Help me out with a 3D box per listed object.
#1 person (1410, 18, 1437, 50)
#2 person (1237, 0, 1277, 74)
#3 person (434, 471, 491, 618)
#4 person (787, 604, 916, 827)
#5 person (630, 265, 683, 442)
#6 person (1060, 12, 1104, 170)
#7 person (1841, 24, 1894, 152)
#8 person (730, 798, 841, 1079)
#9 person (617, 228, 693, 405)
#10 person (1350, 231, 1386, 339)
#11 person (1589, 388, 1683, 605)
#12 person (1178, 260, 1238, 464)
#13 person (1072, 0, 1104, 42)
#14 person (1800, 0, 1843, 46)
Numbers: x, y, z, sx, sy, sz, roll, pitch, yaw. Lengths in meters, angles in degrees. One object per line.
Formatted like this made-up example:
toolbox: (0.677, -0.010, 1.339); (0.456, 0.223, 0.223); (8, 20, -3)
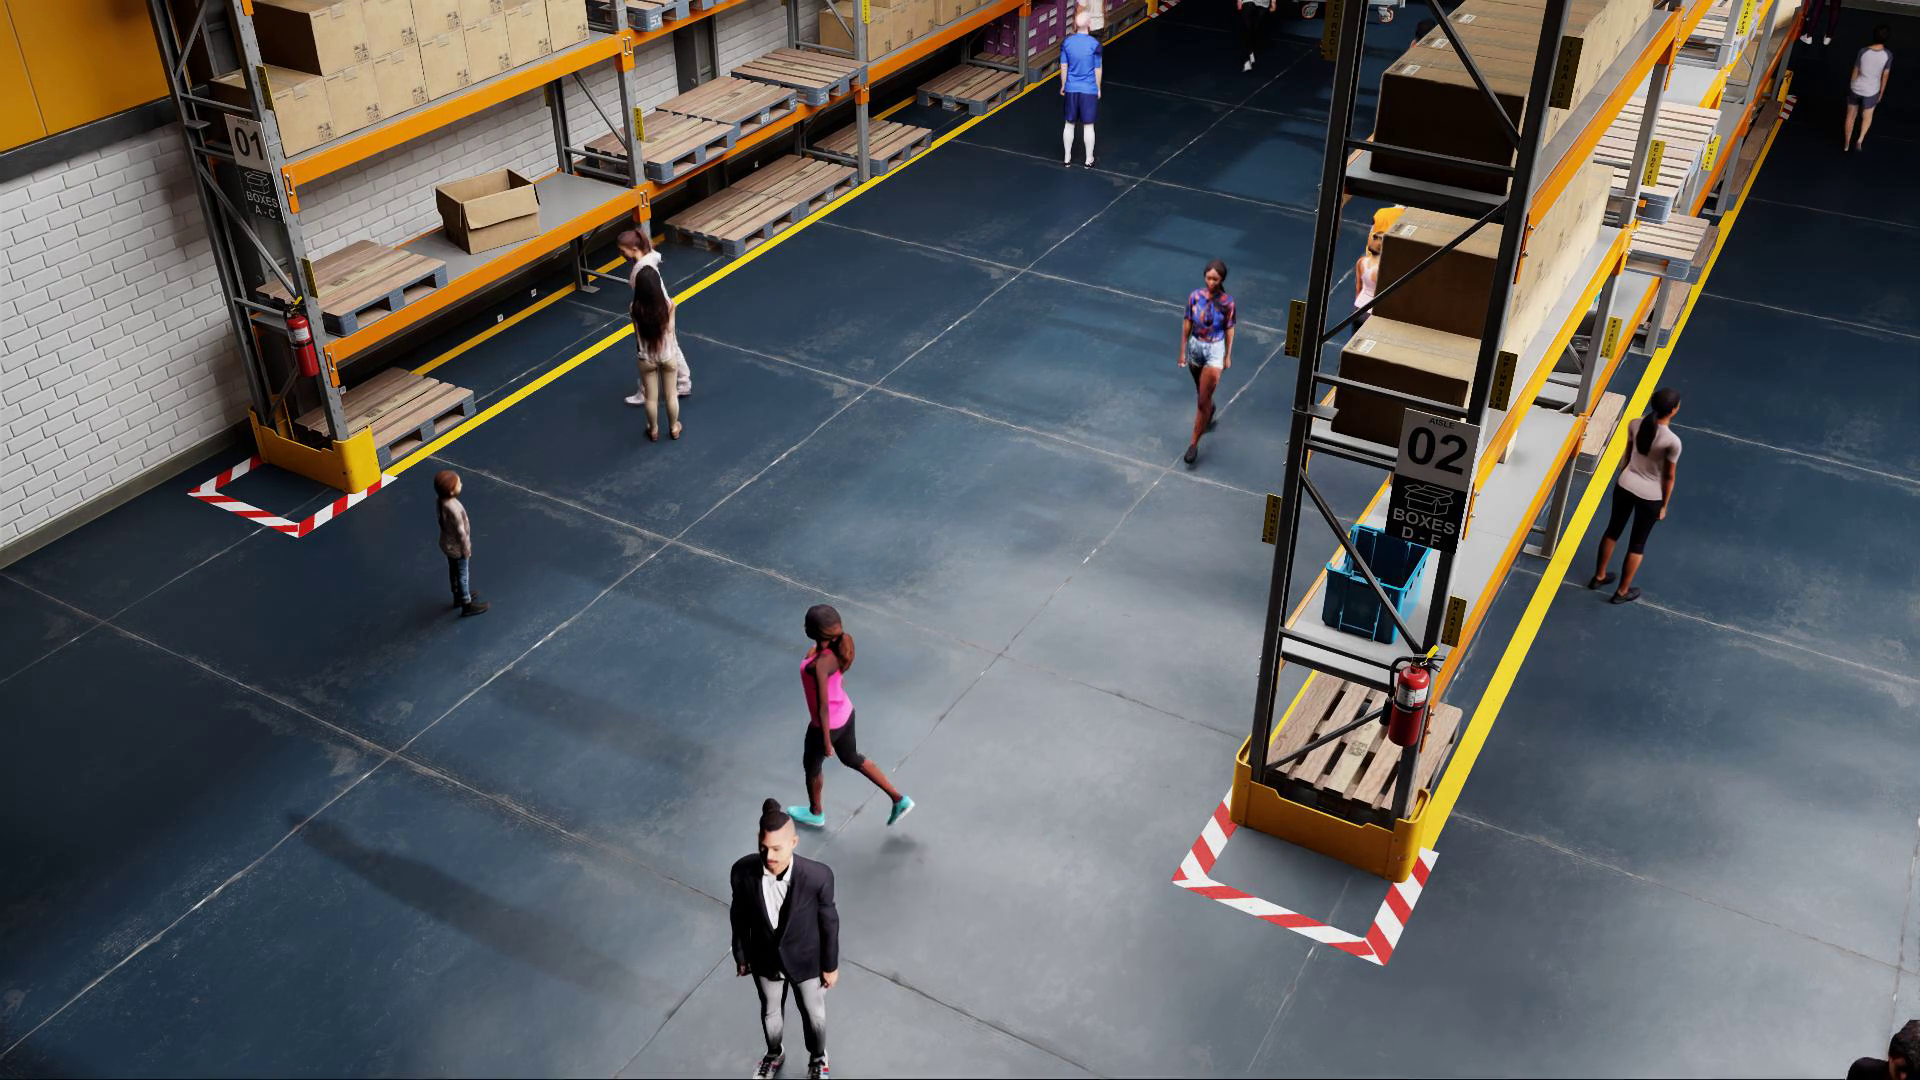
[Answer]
person: (5.420, -5.401, 19.983); (1.173, 1.667, 0.824); (-25, 41, -33)
person: (4.060, -7.425, 22.843); (1.100, 1.871, 1.315); (-1, 34, -1)
person: (-3.728, 0.013, 12.265); (0.556, 1.193, 0.538); (-22, 39, -29)
person: (-0.699, 1.126, 10.134); (0.785, 1.698, 1.047); (9, 35, 13)
person: (-2.589, -1.571, 14.233); (0.683, 1.654, 0.743); (0, 34, 0)
person: (1.432, -5.331, 19.719); (0.703, 1.841, 0.624); (12, 36, 18)
person: (10.963, -5.448, 20.153); (0.583, 1.555, 0.685); (16, 37, 22)
person: (-0.876, 2.075, 8.480); (0.787, 1.949, 0.732); (5, 34, 7)
person: (-2.627, -2.006, 14.890); (0.990, 1.651, 0.933); (-9, 35, -14)
person: (3.643, -2.003, 14.885); (0.679, 1.651, 0.645); (-16, 37, -22)
person: (5.010, -0.337, 12.294); (0.663, 1.745, 0.666); (-22, 39, -29)
person: (2.125, -1.594, 14.223); (0.658, 1.702, 1.174); (14, 36, 20)
person: (1.743, -6.852, 22.145); (0.577, 1.689, 0.789); (-18, 38, -25)
person: (12.508, -8.020, 23.817); (0.699, 1.784, 0.691); (6, 34, 8)
